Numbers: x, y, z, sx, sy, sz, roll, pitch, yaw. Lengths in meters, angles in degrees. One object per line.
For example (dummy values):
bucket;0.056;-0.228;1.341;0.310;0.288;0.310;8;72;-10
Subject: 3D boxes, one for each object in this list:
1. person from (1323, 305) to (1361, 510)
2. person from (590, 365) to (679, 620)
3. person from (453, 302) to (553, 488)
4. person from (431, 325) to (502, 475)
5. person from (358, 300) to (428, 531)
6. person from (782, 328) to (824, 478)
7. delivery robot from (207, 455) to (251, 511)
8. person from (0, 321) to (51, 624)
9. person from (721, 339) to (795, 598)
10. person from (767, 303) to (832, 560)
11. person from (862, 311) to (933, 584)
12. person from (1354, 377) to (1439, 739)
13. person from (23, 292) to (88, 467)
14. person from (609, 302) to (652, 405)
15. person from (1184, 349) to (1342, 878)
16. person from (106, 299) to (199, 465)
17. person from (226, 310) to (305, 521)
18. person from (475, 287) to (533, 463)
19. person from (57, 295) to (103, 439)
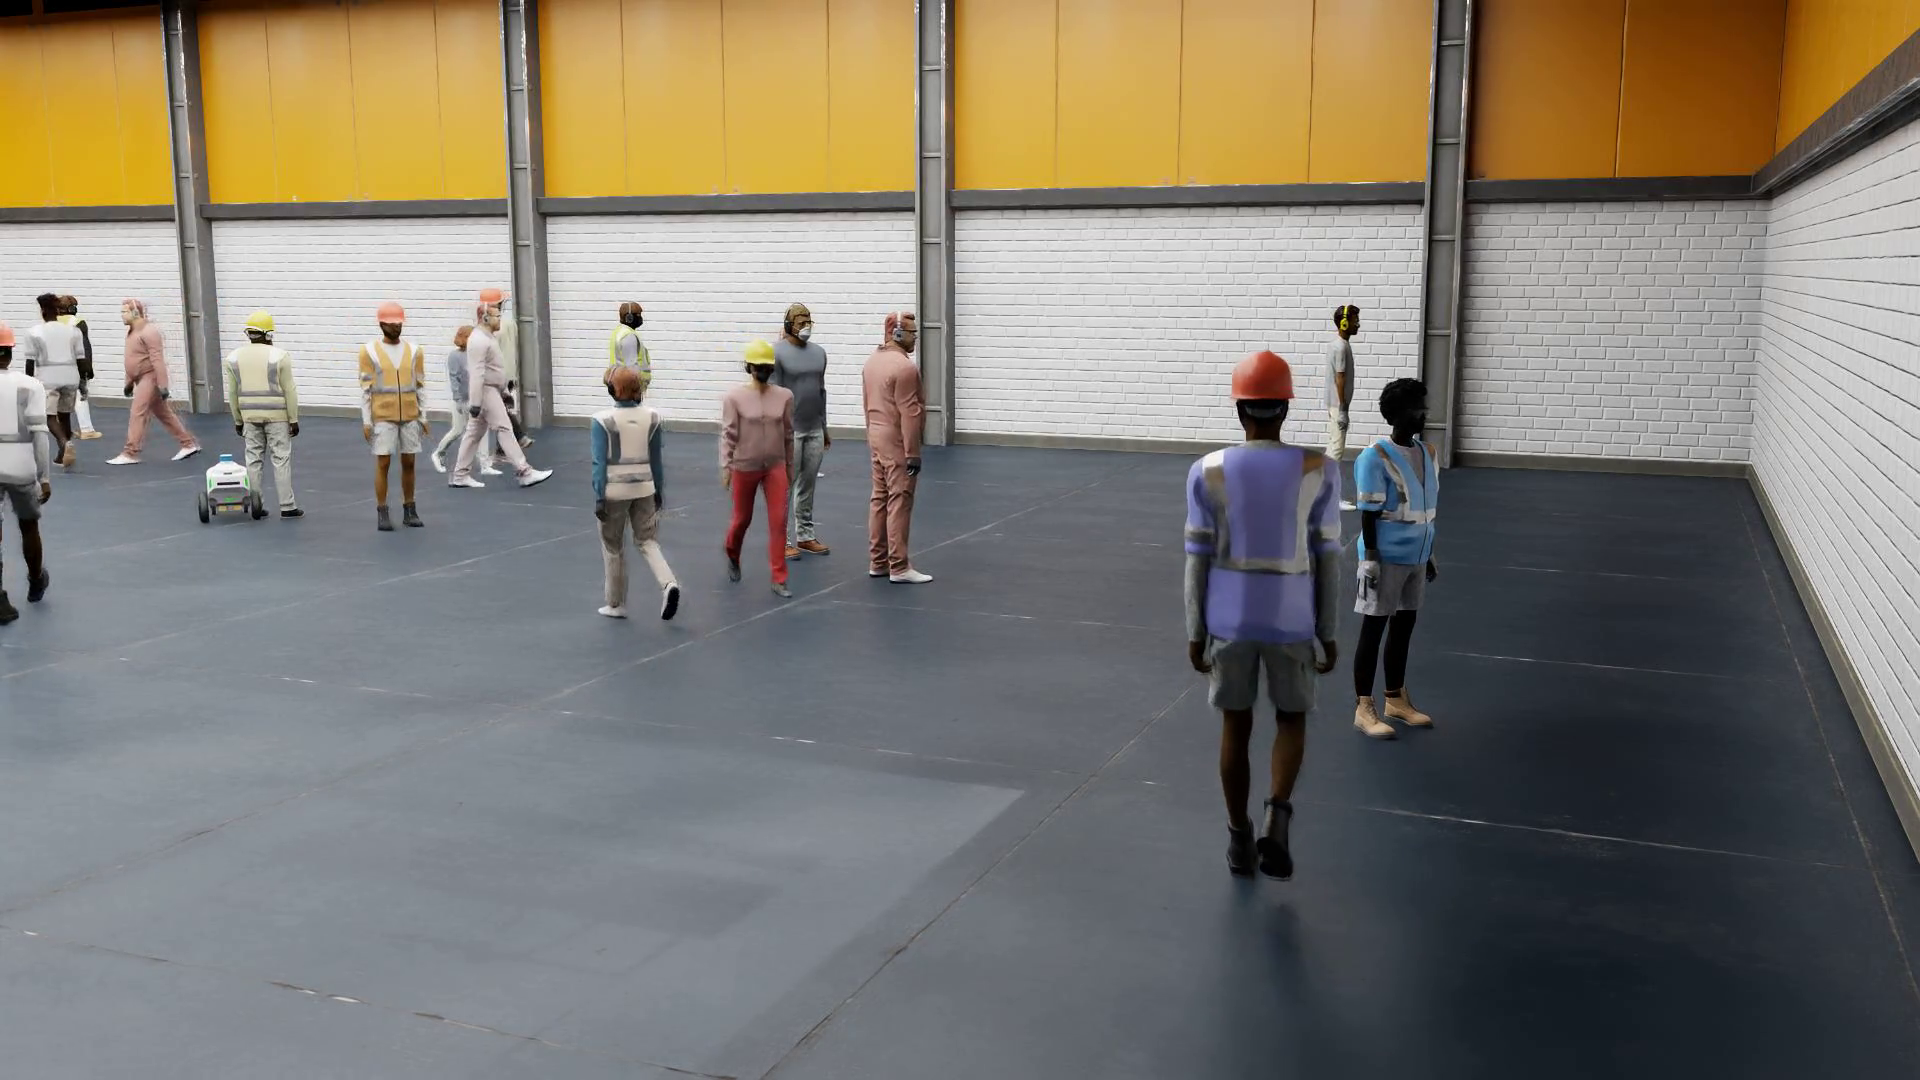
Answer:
person;3.476;-1.208;15.190;0.314;1.866;0.557;1;9;5
person;-2.026;-0.278;10.317;0.520;1.614;0.668;-9;13;-42
person;-4.626;-1.433;16.589;0.999;1.855;0.648;-2;10;-15
person;-5.285;-1.487;17.675;0.762;1.603;0.497;5;11;27
person;-4.752;-1.048;14.009;0.552;1.934;0.372;-7;12;-36
person;-1.810;-1.449;17.390;0.698;1.617;0.520;-1;9;-3
delivery robot;-6.439;-0.508;14.630;0.477;0.478;0.707;-4;10;-24
person;-6.078;-0.455;10.590;0.552;1.881;1.017;-4;10;-21
person;-1.394;-0.509;11.360;0.534;1.741;0.810;-4;10;-25
person;-1.230;-0.825;12.647;0.356;1.937;0.638;8;12;40
person;-0.430;-0.651;11.701;0.400;1.905;0.644;-5;11;-28
person;2.074;0.080;7.888;0.534;1.700;0.318;-8;12;-39
person;-9.830;-1.728;18.126;0.785;1.933;0.618;8;13;41
person;-3.479;-1.596;17.614;0.429;1.842;0.633;-4;10;-22
person;1.066;0.293;5.912;0.563;1.926;0.545;2;10;11
person;-9.143;-1.787;18.770;1.004;1.858;0.652;-8;12;-40
person;-6.042;-1.076;14.489;0.589;1.834;0.403;0;9;3
person;-5.175;-1.841;18.677;0.464;1.978;0.634;1;9;8
person;-11.386;-2.212;21.347;0.619;1.845;0.430;2;10;14
